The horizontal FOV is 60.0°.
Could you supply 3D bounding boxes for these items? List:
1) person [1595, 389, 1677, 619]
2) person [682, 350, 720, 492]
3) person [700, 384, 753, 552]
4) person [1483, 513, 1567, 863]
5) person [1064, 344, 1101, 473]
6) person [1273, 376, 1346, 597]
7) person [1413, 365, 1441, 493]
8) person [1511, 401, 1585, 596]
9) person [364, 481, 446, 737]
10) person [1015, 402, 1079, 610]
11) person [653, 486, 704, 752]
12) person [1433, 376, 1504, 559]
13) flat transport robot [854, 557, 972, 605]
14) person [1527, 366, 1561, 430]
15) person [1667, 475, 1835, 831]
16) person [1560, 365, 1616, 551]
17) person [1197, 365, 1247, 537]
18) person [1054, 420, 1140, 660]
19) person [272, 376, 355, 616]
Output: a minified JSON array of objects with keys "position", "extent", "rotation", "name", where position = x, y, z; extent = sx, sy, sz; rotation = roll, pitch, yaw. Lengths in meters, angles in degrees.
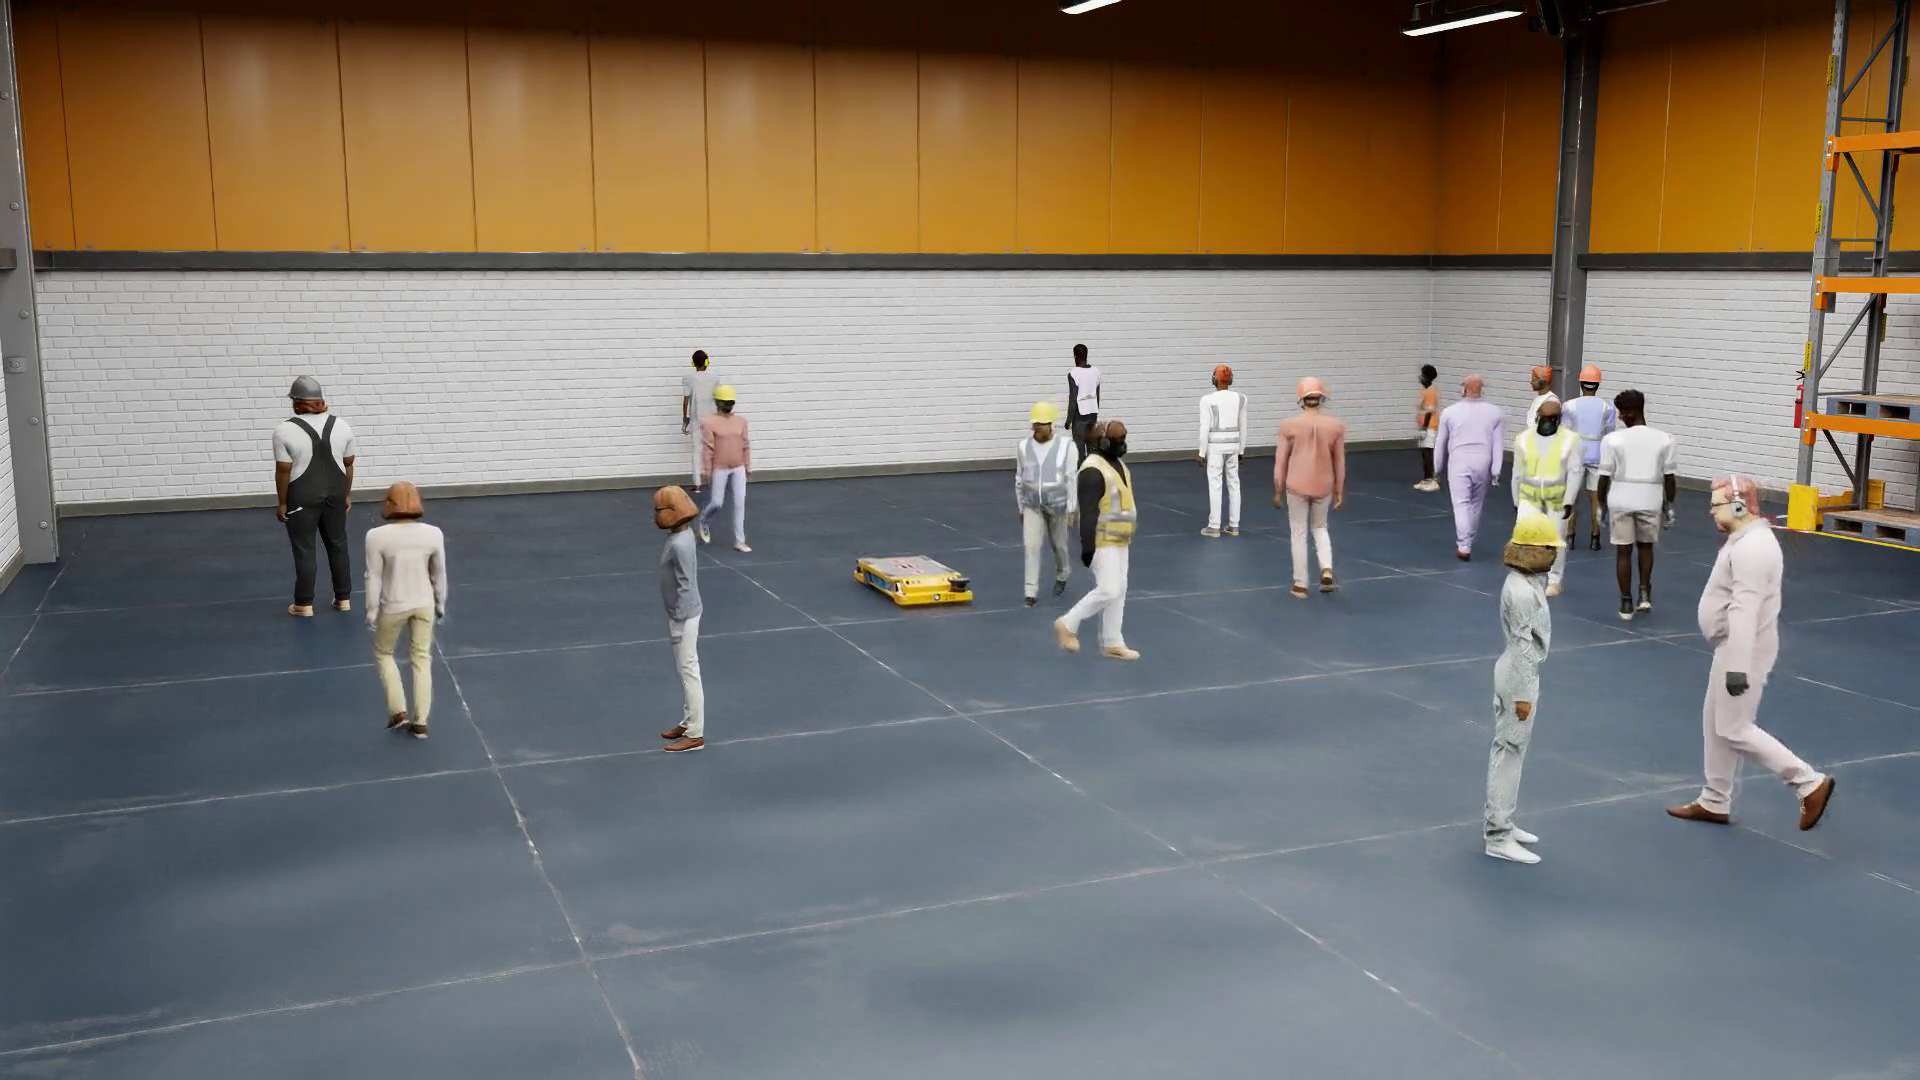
[{"position":[5.677,-0.306,14.018],"extent":[0.642,1.930,0.500],"rotation":[2,10,11],"name":"person"},{"position":[-3.383,-1.554,21.797],"extent":[0.528,1.863,0.322],"rotation":[-2,10,-14],"name":"person"},{"position":[-2.438,-0.756,17.321],"extent":[0.540,1.749,0.660],"rotation":[-6,11,-34],"name":"person"},{"position":[2.832,0.726,8.342],"extent":[0.320,1.742,0.492],"rotation":[3,10,18],"name":"person"},{"position":[1.659,-1.676,22.388],"extent":[0.587,1.913,0.391],"rotation":[-9,13,-43],"name":"person"},{"position":[3.109,-0.463,14.824],"extent":[0.615,1.982,0.474],"rotation":[-1,9,-5],"name":"person"},{"position":[6.146,-1.458,21.803],"extent":[0.356,1.675,0.617],"rotation":[2,10,14],"name":"person"},{"position":[5.157,-0.333,14.683],"extent":[0.607,1.781,0.962],"rotation":[5,11,28],"name":"person"},{"position":[-3.492,0.435,10.461],"extent":[0.538,1.617,0.403],"rotation":[-7,12,-36],"name":"person"},{"position":[0.773,-0.332,14.617],"extent":[0.587,1.797,0.901],"rotation":[3,10,17],"name":"person"},{"position":[-1.716,0.477,10.182],"extent":[0.279,1.633,0.497],"rotation":[-2,10,-10],"name":"person"},{"position":[5.181,-0.747,16.978],"extent":[0.649,1.851,1.032],"rotation":[1,9,4],"name":"person"},{"position":[-0.446,0.346,15.093],"extent":[0.652,0.197,1.431],"rotation":[-3,10,-20],"name":"flat transport robot"},{"position":[6.339,-0.960,18.136],"extent":[0.361,1.884,0.574],"rotation":[0,9,2],"name":"person"},{"position":[4.164,0.608,8.666],"extent":[0.710,1.875,0.695],"rotation":[5,10,25],"name":"person"},{"position":[6.512,-0.851,17.310],"extent":[0.545,1.938,0.357],"rotation":[2,10,12],"name":"person"},{"position":[2.864,-0.971,18.204],"extent":[0.575,1.882,0.360],"rotation":[-3,10,-20],"name":"person"},{"position":[1.063,0.006,12.469],"extent":[0.529,1.830,0.631],"rotation":[4,10,24],"name":"person"},{"position":[-5.519,-0.381,14.148],"extent":[0.537,2.000,0.682],"rotation":[9,13,44],"name":"person"}]
